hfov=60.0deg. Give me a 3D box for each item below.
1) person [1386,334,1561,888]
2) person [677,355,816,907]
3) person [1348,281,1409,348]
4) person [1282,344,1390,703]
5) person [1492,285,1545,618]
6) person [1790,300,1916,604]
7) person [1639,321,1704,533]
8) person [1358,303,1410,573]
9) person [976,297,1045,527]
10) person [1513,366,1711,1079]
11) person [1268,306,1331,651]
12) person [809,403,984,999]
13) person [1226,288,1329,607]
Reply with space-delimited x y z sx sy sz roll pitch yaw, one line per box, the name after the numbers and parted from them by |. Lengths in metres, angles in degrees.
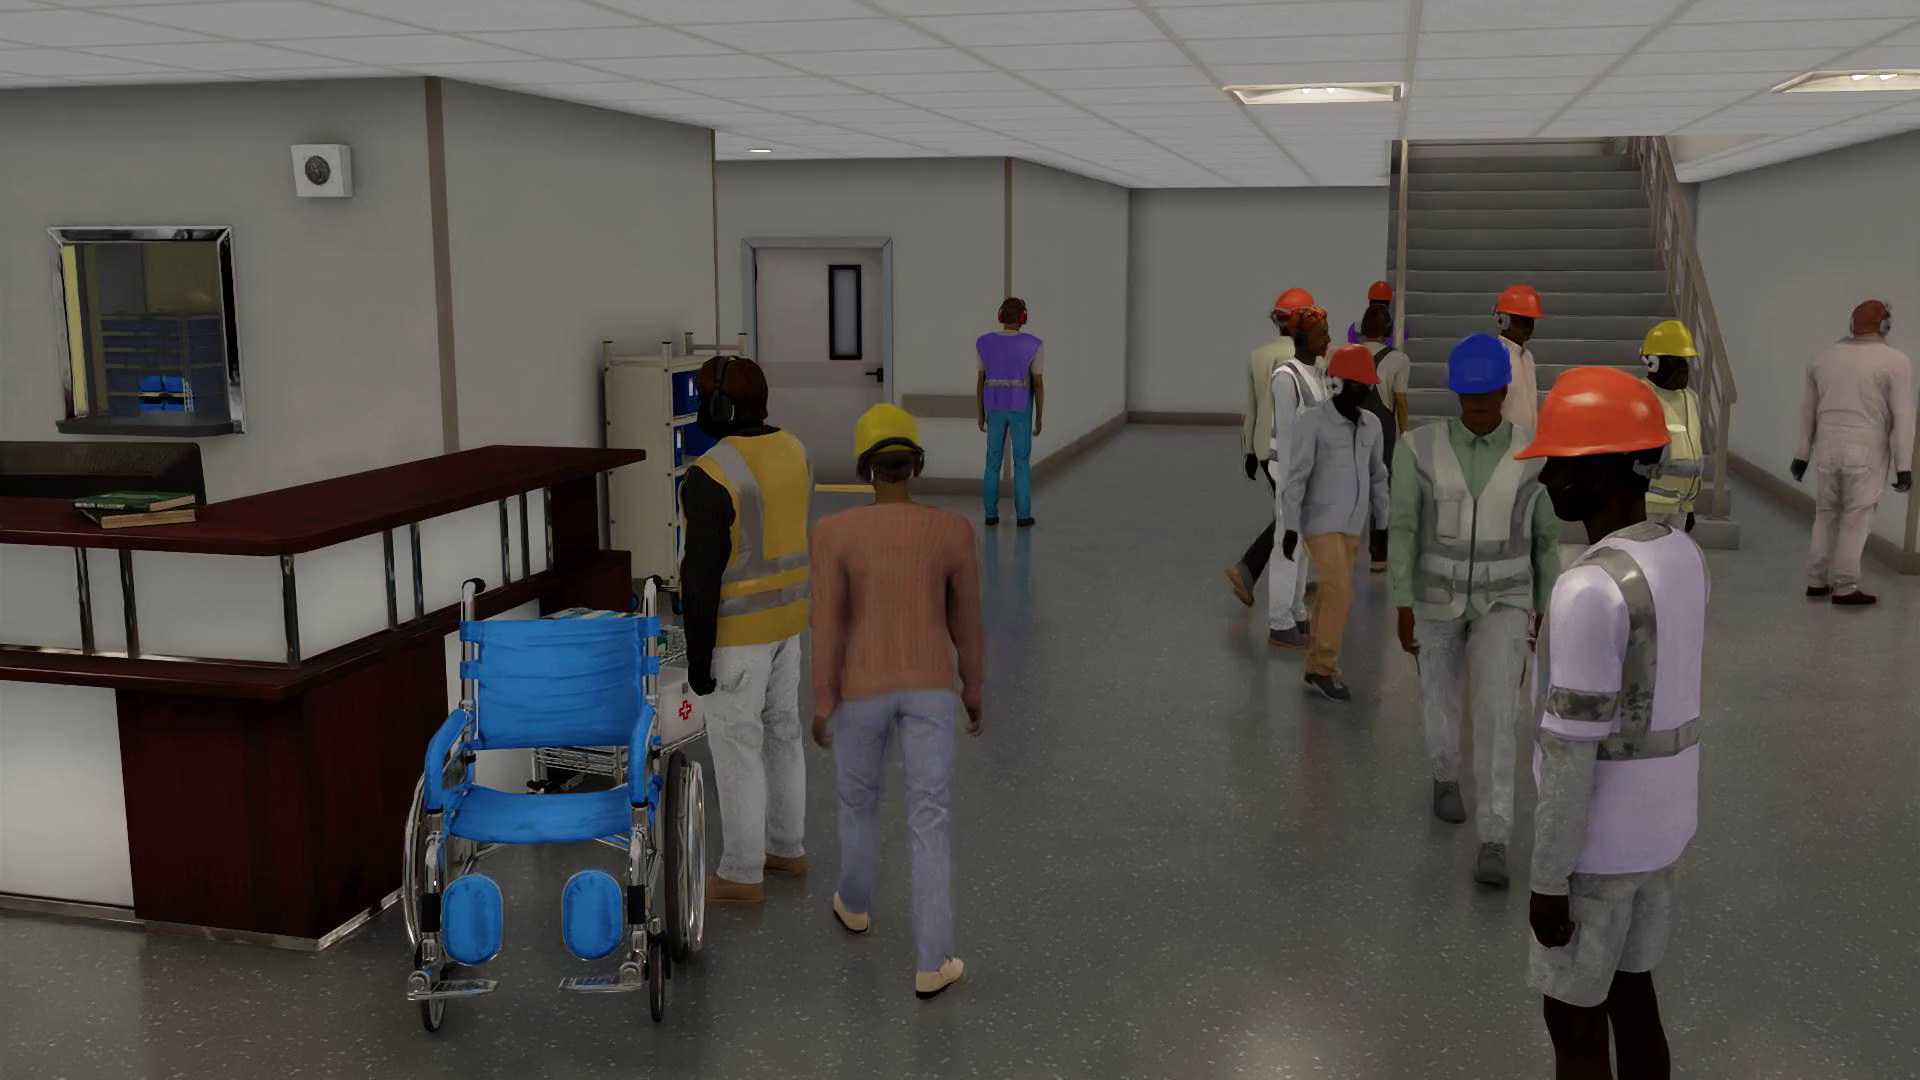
1.837 0.201 5.995 0.601 1.894 1.034 3 10 17 | person
-0.729 0.301 5.573 0.430 1.835 0.619 5 11 28 | person
3.786 -1.378 15.127 0.545 1.938 0.356 2 10 9 | person
1.881 -0.080 8.065 0.601 1.730 0.550 -7 12 -36 | person
3.192 -0.489 9.731 0.394 1.990 0.618 8 13 41 | person
5.577 -0.539 10.371 0.420 1.886 0.676 -5 11 -28 | person
3.559 -0.198 8.488 0.600 1.832 0.404 -6 12 -33 | person
2.820 -0.697 11.428 0.508 1.839 0.357 6 11 31 | person
0.400 -1.014 13.297 0.560 1.837 0.392 3 10 15 | person
1.326 0.602 3.501 0.390 1.929 0.545 9 13 44 | person
1.894 -0.345 9.207 0.355 1.882 0.575 5 11 27 | person
-0.189 0.450 5.038 0.537 1.713 0.804 -2 10 -10 | person
1.965 -0.560 10.219 0.891 1.968 0.627 -7 12 -35 | person
